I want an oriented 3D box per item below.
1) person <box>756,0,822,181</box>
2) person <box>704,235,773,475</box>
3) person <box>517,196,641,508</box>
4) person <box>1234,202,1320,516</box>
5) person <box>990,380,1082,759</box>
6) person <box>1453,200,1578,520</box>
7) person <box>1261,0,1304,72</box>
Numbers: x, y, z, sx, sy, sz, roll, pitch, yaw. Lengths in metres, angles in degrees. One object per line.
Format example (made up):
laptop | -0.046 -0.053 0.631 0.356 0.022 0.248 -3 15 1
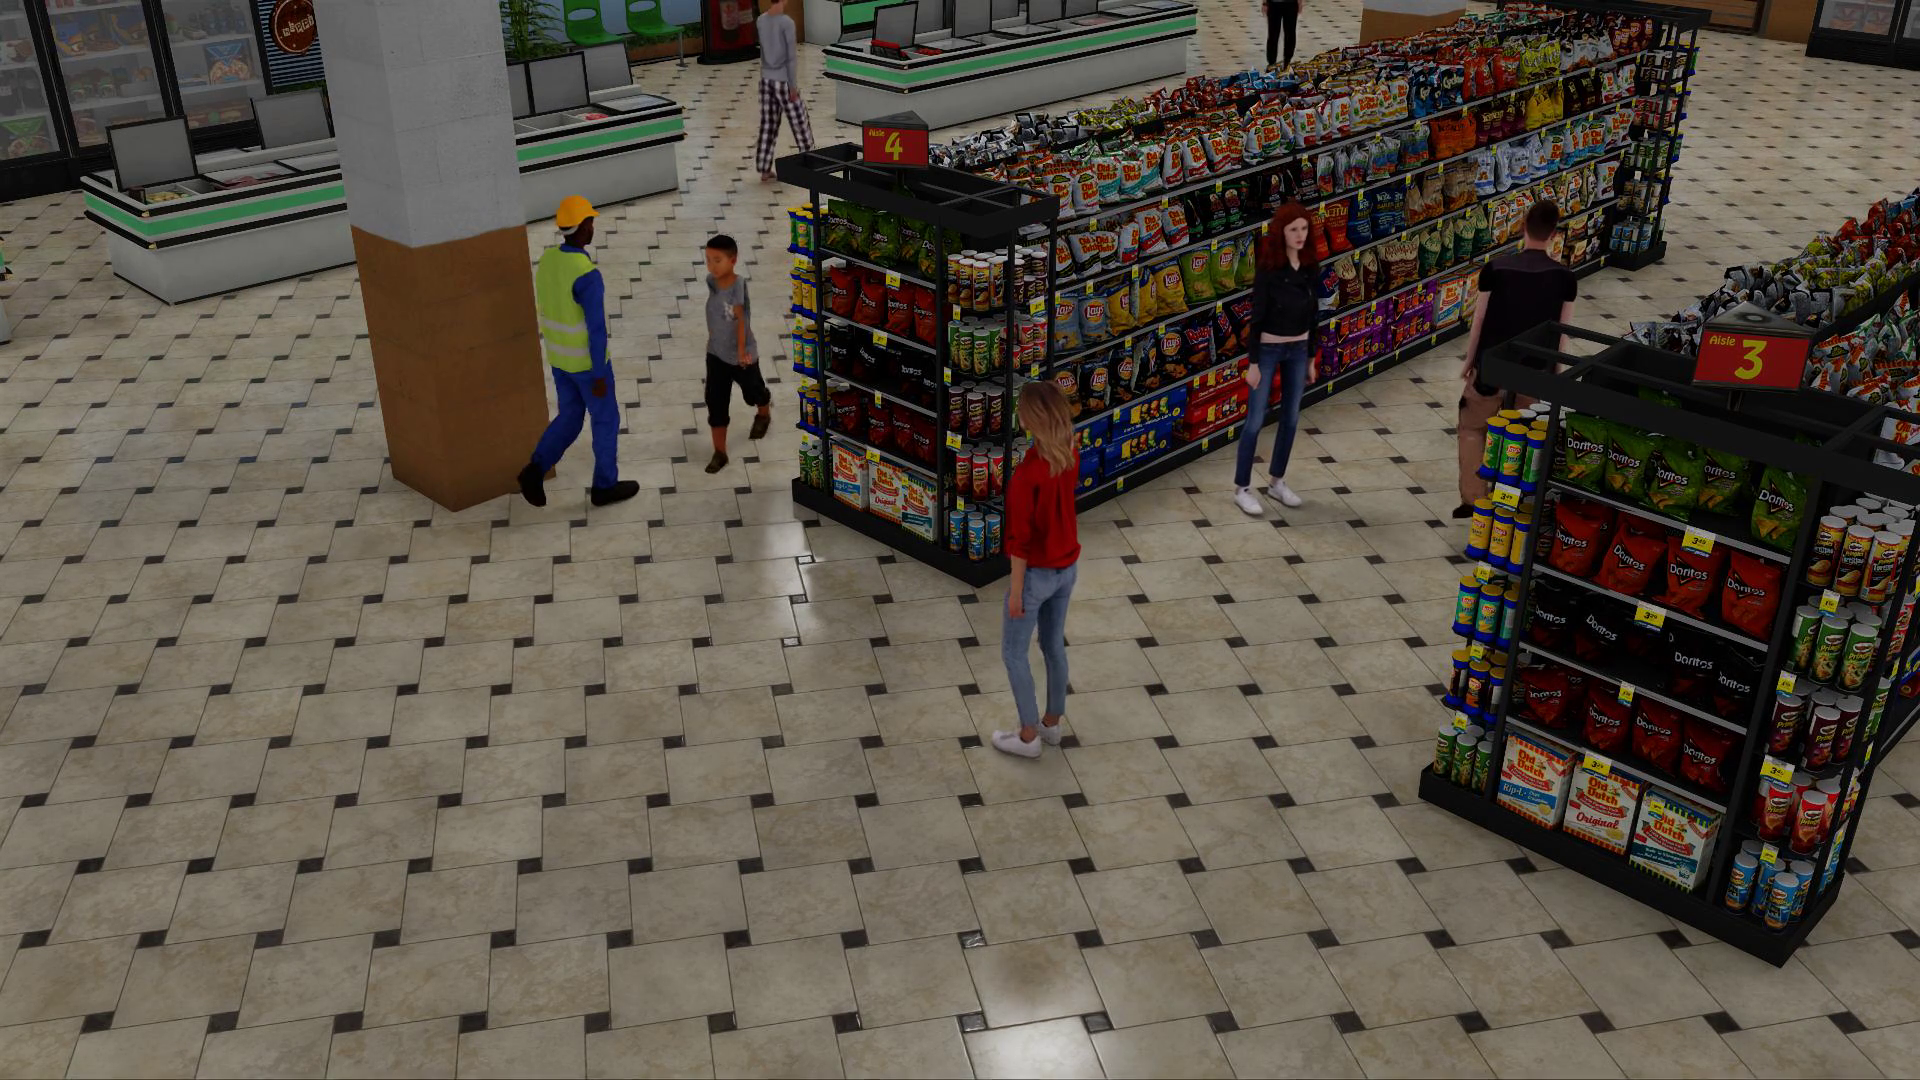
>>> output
person | -1.770 -4.293 15.716 0.824 1.804 1.187 16 31 29
person | -1.336 -1.204 10.044 0.858 1.425 1.091 9 28 18
person | -2.171 -0.978 9.190 0.706 1.794 0.975 21 34 35
person | 1.770 -1.002 9.250 0.585 1.782 0.708 -10 29 -19
person | 0.362 0.148 7.073 0.725 1.700 0.518 18 32 31
person | 2.995 -0.902 9.014 0.903 1.819 0.964 3 27 5
person | 3.922 -6.522 20.175 0.748 1.746 0.775 7 28 13
